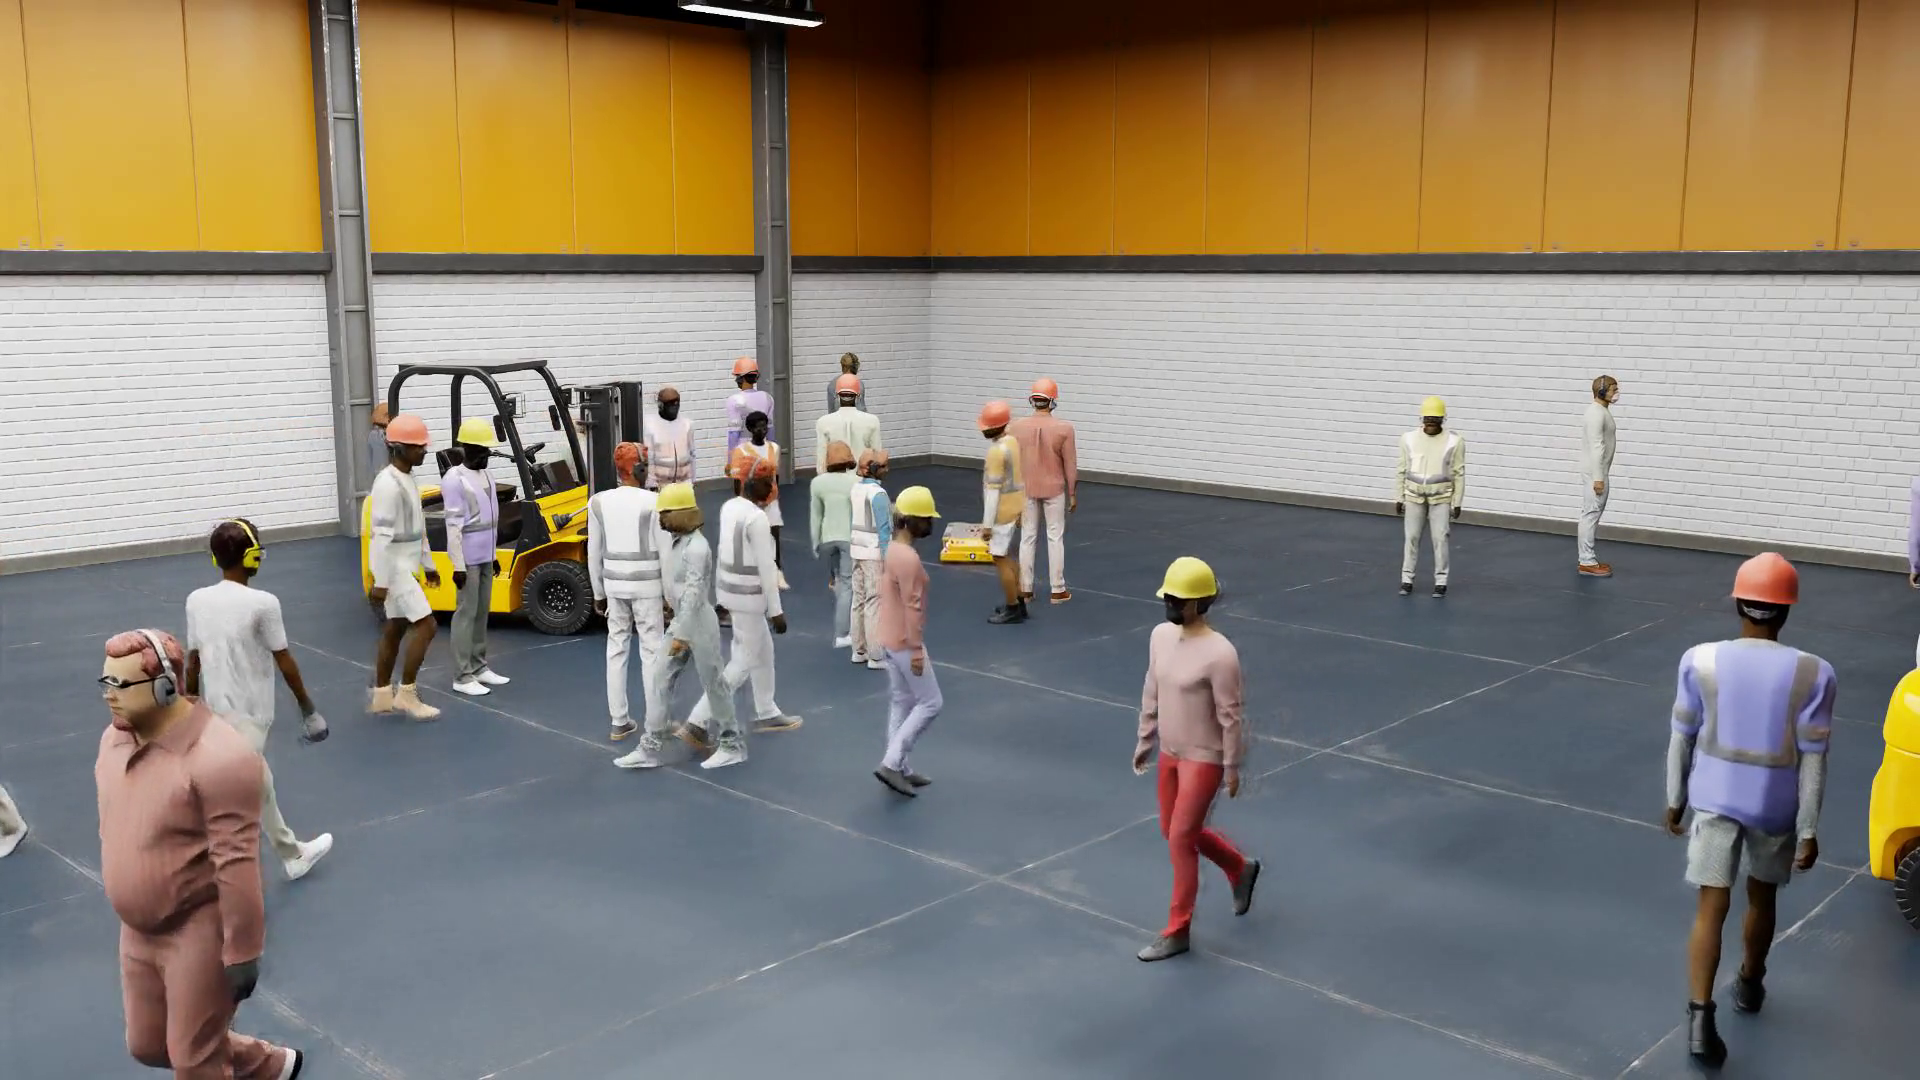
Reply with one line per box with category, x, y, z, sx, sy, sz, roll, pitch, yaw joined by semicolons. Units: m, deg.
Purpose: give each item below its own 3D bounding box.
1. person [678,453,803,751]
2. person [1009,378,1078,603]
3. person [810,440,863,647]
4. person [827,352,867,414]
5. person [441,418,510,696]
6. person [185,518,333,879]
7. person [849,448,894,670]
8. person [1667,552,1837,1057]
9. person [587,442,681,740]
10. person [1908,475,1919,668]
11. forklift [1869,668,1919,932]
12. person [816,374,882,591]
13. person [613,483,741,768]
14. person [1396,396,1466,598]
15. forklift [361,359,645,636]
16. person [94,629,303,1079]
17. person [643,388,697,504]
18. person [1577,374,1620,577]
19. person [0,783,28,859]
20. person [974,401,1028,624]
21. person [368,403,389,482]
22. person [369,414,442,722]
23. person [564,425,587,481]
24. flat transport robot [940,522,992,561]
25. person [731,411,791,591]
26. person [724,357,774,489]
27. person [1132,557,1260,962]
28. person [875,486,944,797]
person;-1.373;0.379;10.242;0.864;1.852;0.589;-4;10;-25
person;0.735;-0.431;14.694;0.622;1.993;0.382;3;10;15
person;-0.872;0.014;13.158;0.547;1.609;0.667;4;10;24
person;-1.349;-1.312;20.266;0.371;1.941;0.627;-9;13;-44
person;-3.367;0.108;11.603;0.384;1.922;0.593;2;9;10
person;-3.251;0.809;7.656;0.536;1.815;0.993;4;10;24
person;-0.654;0.139;12.294;0.312;1.637;0.512;-5;11;-29
person;2.966;0.990;6.302;0.557;1.899;0.967;5;11;30
person;-2.032;0.326;10.391;0.572;1.885;0.358;3;10;16
person;6.607;0.201;10.996;0.627;1.940;0.373;9;13;43
forklift;5.205;0.723;7.013;2.313;2.155;1.214;9;13;43
person;-1.012;-0.524;15.264;0.609;1.995;0.378;-1;9;-6
person;-1.662;0.528;9.706;0.844;1.707;0.499;-6;11;-33
person;4.224;-0.387;14.965;0.600;1.824;0.403;5;10;27
forklift;-3.850;-0.407;13.936;2.313;2.155;1.214;2;9;11
person;-2.356;1.177;5.183;0.657;1.890;0.644;5;11;29
person;-2.733;-0.531;15.865;0.627;1.815;0.753;-6;11;-31
person;6.168;-0.628;16.076;0.372;1.940;0.632;3;10;20
person;-4.940;0.855;8.038;0.512;1.597;0.853;3;10;16
person;0.337;-0.218;13.744;0.379;1.879;0.647;2;10;14
person;-5.680;-0.551;16.534;0.507;1.632;0.273;8;12;40
person;-3.611;0.188;10.830;0.641;2.019;0.620;-2;9;-10
person;-3.409;-0.370;15.503;0.690;1.606;0.524;9;13;43
flat transport robot;0.166;0.006;17.284;0.652;0.197;1.431;1;9;3
person;-1.902;-0.380;15.425;0.540;1.655;0.872;-7;12;-36
person;-2.211;-0.880;17.296;0.373;2.042;0.614;7;12;38
person;1.057;0.914;7.220;0.690;1.742;0.525;-5;11;-28
person;-0.277;0.573;9.267;0.361;1.757;0.566;-2;9;-12
